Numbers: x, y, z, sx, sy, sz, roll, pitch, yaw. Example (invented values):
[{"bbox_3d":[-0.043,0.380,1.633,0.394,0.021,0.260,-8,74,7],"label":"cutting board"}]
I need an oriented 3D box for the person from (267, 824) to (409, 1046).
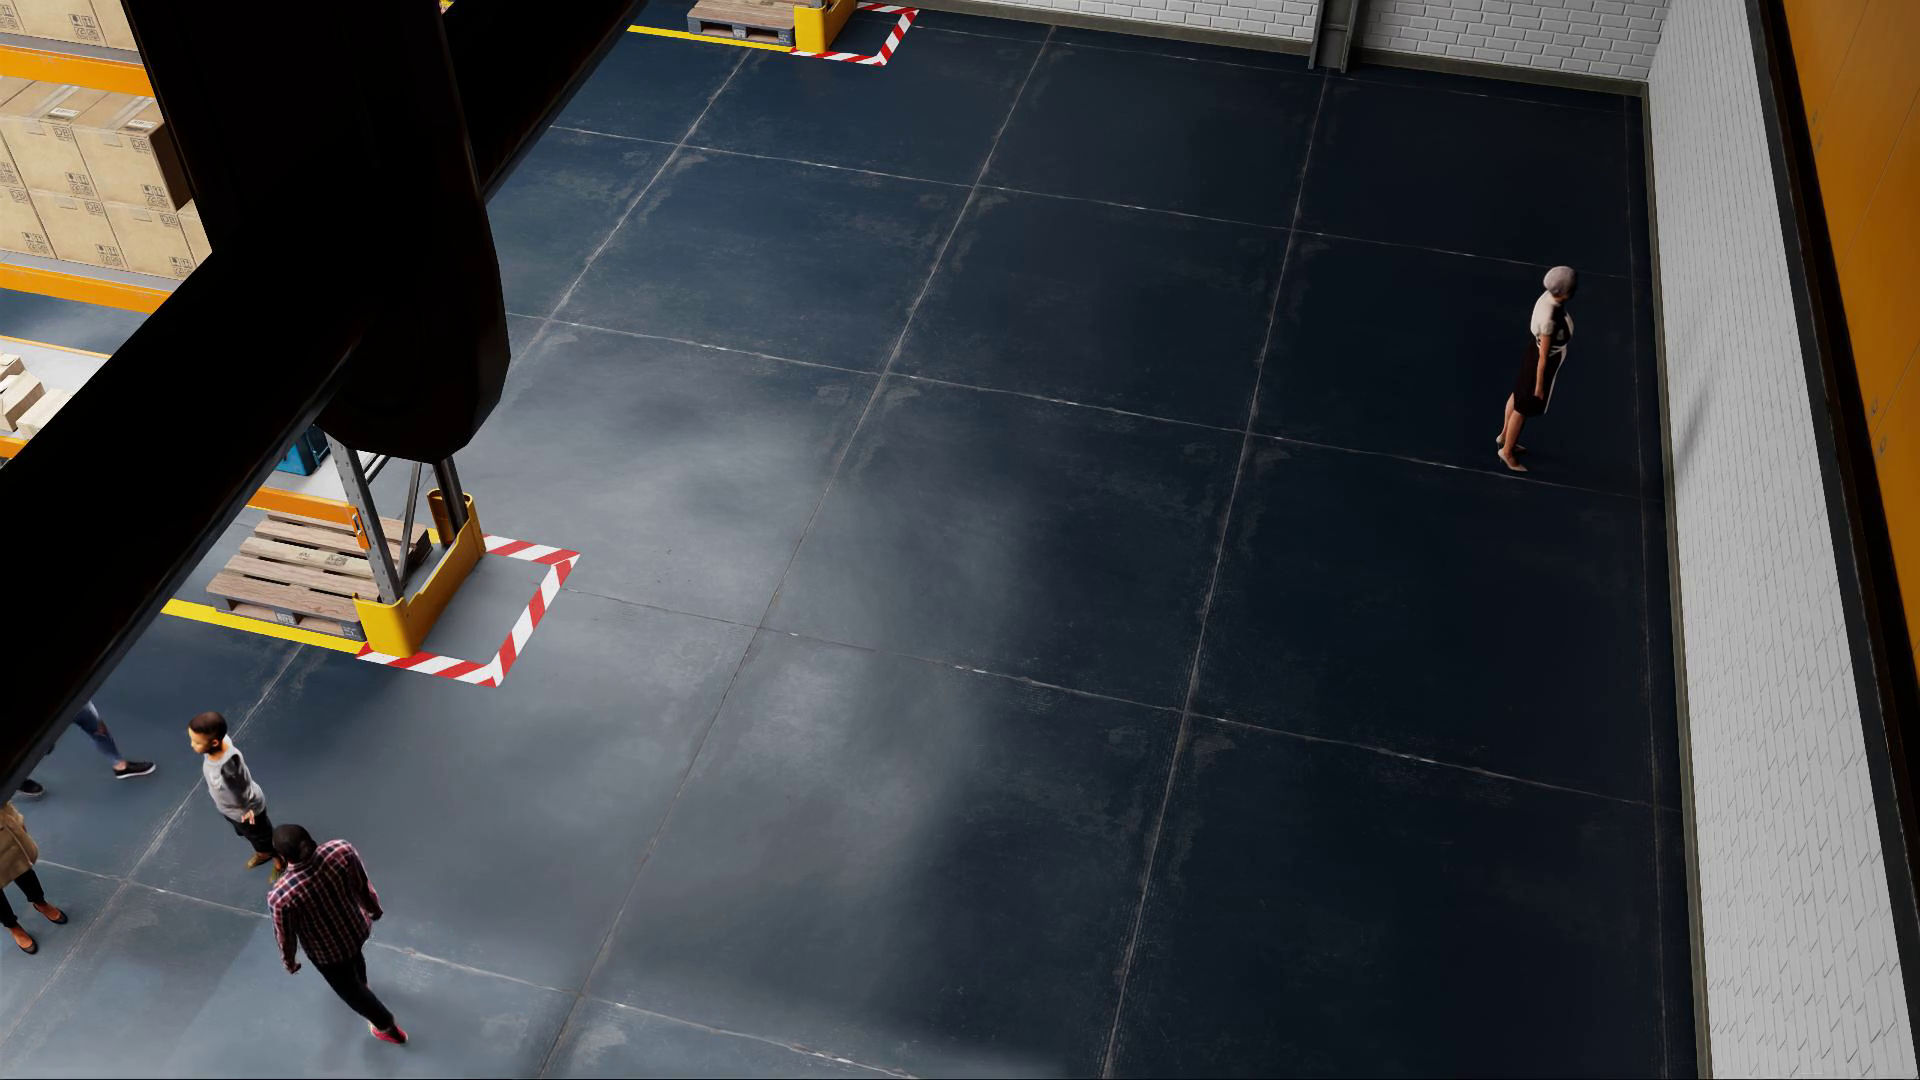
[{"bbox_3d":[-3.280,2.099,8.800,1.079,1.754,0.892,24,48,23],"label":"person"}]

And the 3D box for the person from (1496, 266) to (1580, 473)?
[{"bbox_3d":[4.271,-1.284,12.350,0.504,1.755,0.626,11,45,11],"label":"person"}]

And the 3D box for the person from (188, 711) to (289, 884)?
[{"bbox_3d":[-4.210,1.467,9.679,0.571,1.456,0.700,29,51,27],"label":"person"}]

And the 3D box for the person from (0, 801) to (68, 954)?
[{"bbox_3d":[-5.454,1.691,9.280,0.612,1.682,0.685,21,48,21],"label":"person"}]
